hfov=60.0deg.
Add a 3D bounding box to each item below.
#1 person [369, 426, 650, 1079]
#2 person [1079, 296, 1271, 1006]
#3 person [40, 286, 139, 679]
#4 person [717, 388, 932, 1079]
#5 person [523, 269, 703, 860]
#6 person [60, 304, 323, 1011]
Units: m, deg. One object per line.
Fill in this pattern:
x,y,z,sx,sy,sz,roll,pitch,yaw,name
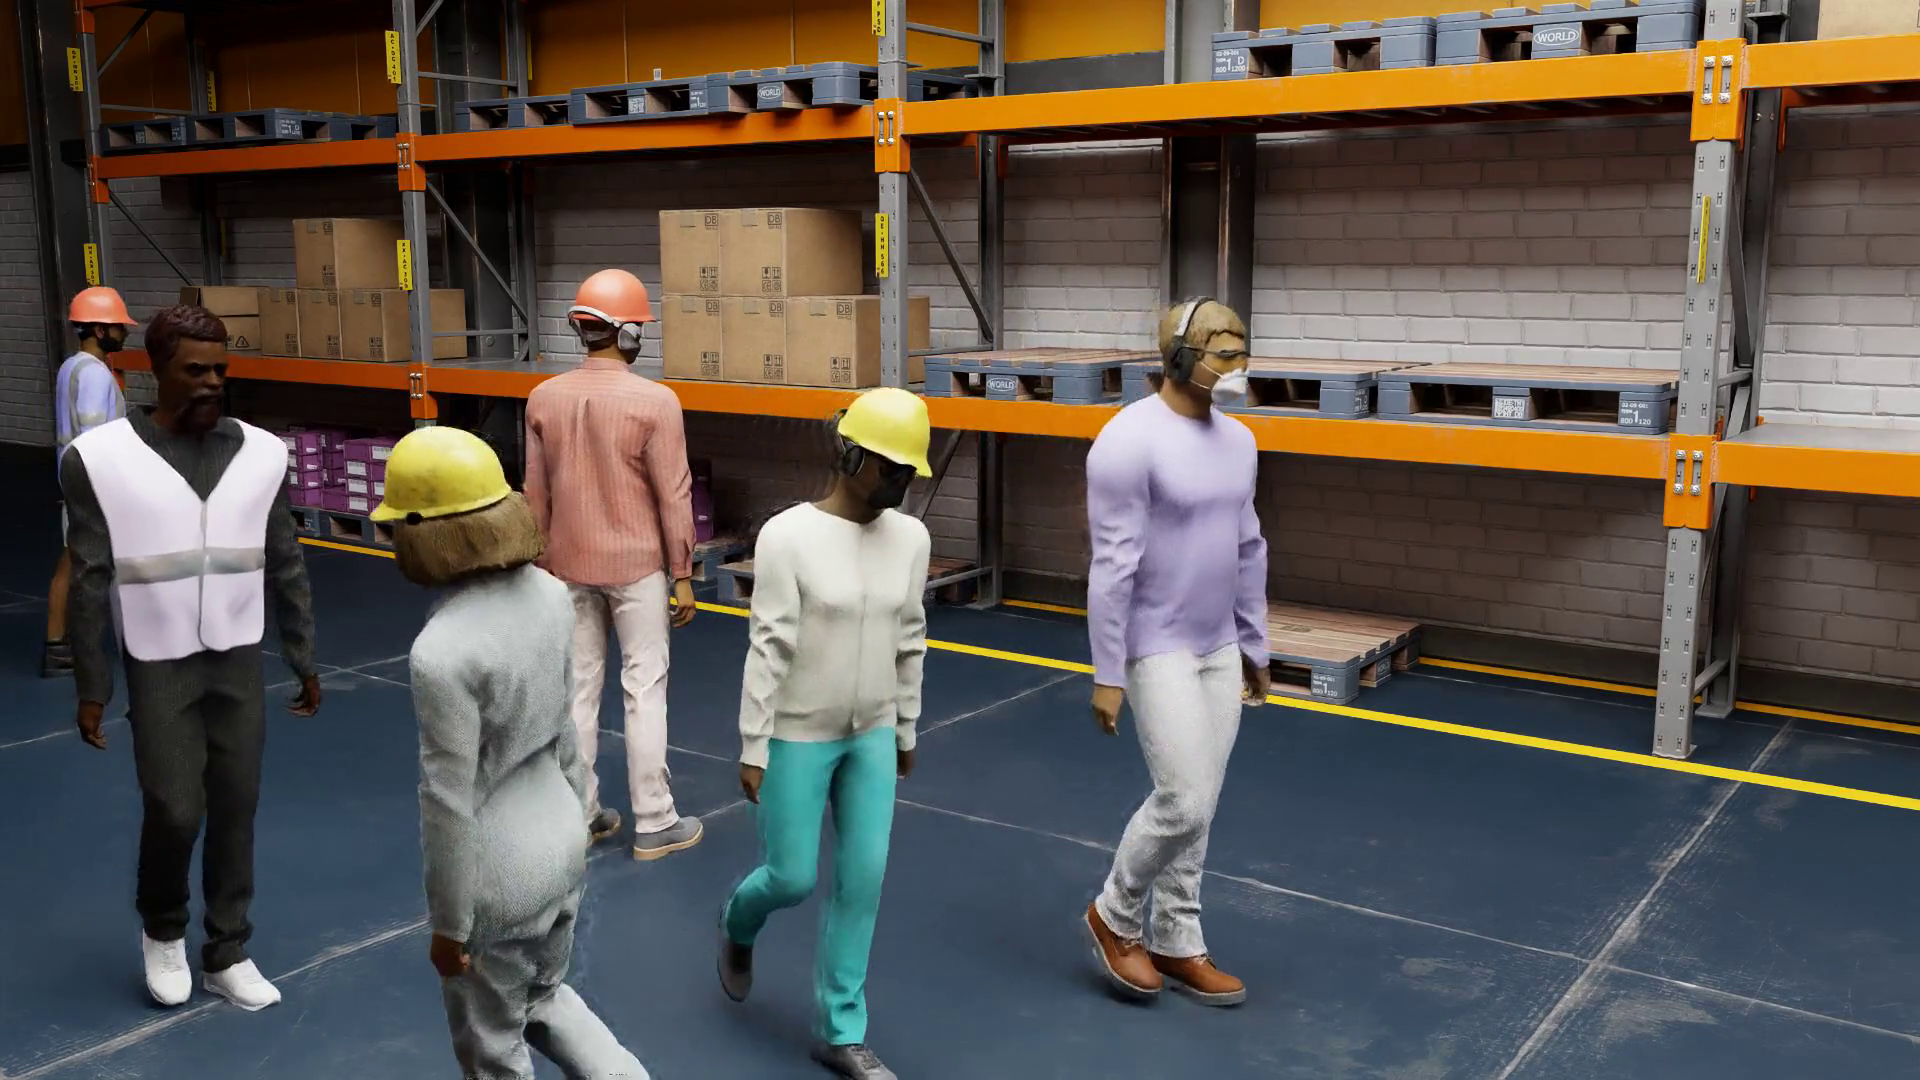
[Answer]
-0.826,0.632,3.201,0.508,1.718,0.512,3,10,17,person
0.611,0.317,4.470,0.420,1.928,0.659,9,13,42,person
-4.124,-0.290,8.203,0.961,1.888,0.573,-8,12,-39,person
-0.363,0.469,4.181,0.578,1.721,0.626,-7,12,-37,person
-1.168,0.086,5.660,0.623,1.992,0.396,4,10,20,person
-2.041,0.330,4.468,0.439,1.902,0.630,8,12,39,person
